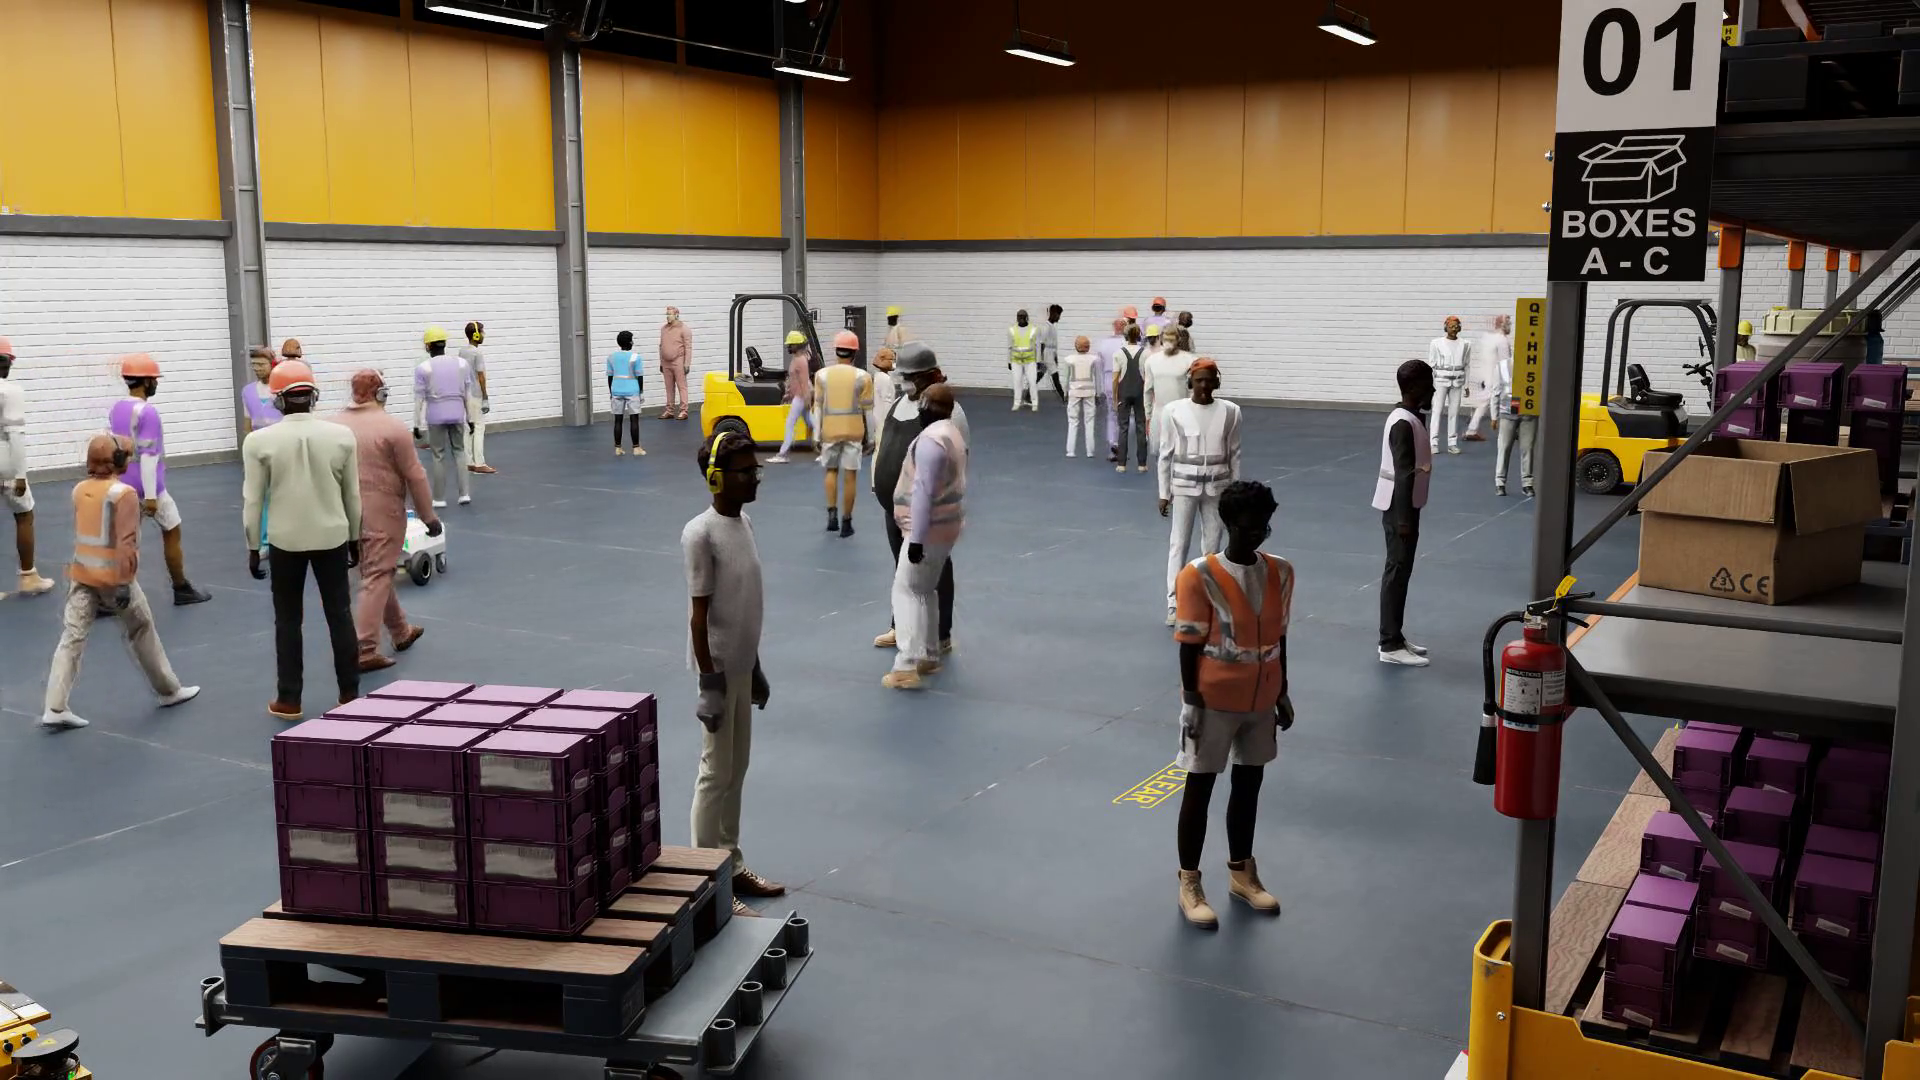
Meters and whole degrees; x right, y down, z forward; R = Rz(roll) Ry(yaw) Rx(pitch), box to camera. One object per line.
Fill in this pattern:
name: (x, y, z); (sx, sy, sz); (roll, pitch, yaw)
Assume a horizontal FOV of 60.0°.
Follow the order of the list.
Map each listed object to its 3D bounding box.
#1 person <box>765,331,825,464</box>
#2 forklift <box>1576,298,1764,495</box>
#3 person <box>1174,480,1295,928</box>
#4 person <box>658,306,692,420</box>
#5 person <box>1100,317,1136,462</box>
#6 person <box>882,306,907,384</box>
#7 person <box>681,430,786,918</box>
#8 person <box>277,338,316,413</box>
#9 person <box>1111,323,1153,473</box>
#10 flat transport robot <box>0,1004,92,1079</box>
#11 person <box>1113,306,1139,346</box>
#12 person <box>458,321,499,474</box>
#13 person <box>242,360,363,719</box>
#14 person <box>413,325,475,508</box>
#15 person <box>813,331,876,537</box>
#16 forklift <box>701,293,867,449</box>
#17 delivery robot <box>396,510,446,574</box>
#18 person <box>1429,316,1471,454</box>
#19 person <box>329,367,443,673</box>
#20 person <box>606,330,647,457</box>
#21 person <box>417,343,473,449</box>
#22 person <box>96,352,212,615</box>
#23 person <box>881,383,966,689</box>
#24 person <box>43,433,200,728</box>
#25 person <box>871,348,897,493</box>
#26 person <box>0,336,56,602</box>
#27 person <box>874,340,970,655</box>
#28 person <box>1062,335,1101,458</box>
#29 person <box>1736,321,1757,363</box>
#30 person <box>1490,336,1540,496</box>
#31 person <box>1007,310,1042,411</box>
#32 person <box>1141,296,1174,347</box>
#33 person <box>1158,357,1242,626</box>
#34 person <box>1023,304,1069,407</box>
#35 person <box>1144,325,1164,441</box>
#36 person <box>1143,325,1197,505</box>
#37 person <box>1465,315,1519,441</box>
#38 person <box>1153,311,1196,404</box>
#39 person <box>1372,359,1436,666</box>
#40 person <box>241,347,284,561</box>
person: (-2.063, -1.853, 21.599); (0.917, 1.722, 0.536); (-2, 9, -13)
forklift: (7.954, -1.589, 18.462); (2.313, 2.155, 1.214); (5, 11, 30)
person: (1.040, 0.608, 6.309); (0.531, 1.692, 0.322); (-5, 10, -26)
person: (-4.811, -2.968, 27.962); (0.639, 1.910, 0.402); (6, 11, 31)
person: (2.108, -1.953, 21.650); (0.429, 1.891, 0.665); (-7, 11, -36)
person: (-1.129, -3.356, 30.476); (0.980, 1.883, 0.593); (-4, 10, -26)
person: (-0.867, 0.513, 6.359); (0.329, 1.871, 0.516); (2, 9, 13)
person: (-8.462, -1.741, 21.176); (0.505, 1.628, 0.291); (-1, 9, -6)
person: (2.126, -1.746, 20.522); (0.516, 1.844, 0.332); (0, 9, 2)
flat transport robot: (-3.301, 1.514, 5.078); (1.431, 0.197, 0.652); (7, 12, 39)
person: (2.756, -2.851, 27.222); (0.570, 1.916, 0.624); (-5, 11, -30)
person: (-5.956, -1.745, 20.452); (0.533, 1.868, 0.309); (8, 12, 42)
person: (-3.652, -0.003, 9.258); (0.629, 1.981, 0.426); (-5, 11, -31)
person: (-5.410, -1.282, 17.408); (0.635, 1.917, 0.427); (-7, 11, -37)
person: (-1.069, -0.990, 15.562); (0.585, 1.922, 0.457); (1, 9, 7)
forklift: (-2.458, -2.344, 23.176); (2.313, 2.155, 1.214); (0, 9, -2)
delivery robot: (-4.414, 0.003, 13.312); (0.477, 0.478, 0.707); (2, 9, 8)
person: (6.677, -2.111, 22.693); (0.574, 1.881, 0.357); (0, 9, -3)
person: (-3.608, -0.146, 10.487); (0.651, 1.870, 0.891); (4, 10, 23)
person: (-4.482, -1.961, 22.320); (0.536, 1.699, 0.321); (2, 9, 14)
person: (-7.307, -2.083, 23.445); (0.461, 1.594, 0.687); (5, 10, 29)
person: (-5.972, -0.405, 12.017); (0.559, 1.902, 0.958); (6, 11, 33)
person: (-0.212, -0.023, 9.950); (0.469, 1.802, 0.741); (2, 9, 10)
person: (-4.673, 0.214, 9.100); (0.526, 1.581, 0.910); (4, 10, 25)
person: (-0.831, -1.304, 18.430); (0.281, 1.631, 0.506); (-2, 9, -15)
person: (-7.213, -0.533, 12.458); (0.616, 1.998, 0.824); (2, 9, 10)
person: (-0.293, -0.273, 10.728); (0.536, 2.000, 0.677); (-8, 12, -41)
person: (1.626, -1.903, 22.171); (0.517, 1.636, 0.313); (0, 9, 0)
person: (10.482, -2.039, 22.429); (0.588, 1.823, 0.403); (-2, 9, -15)
person: (6.159, -1.387, 18.354); (0.590, 1.823, 0.403); (2, 9, 11)
person: (1.144, -3.201, 29.719); (0.638, 1.821, 0.442); (2, 9, 12)
person: (3.585, -3.378, 30.097); (0.614, 2.040, 0.391); (3, 10, 17)
person: (1.669, -0.332, 11.580); (0.585, 1.882, 0.337); (0, 9, -3)
person: (1.663, -3.400, 30.742); (1.100, 1.890, 0.629); (1, 9, 9)
person: (2.831, -2.282, 24.270); (0.530, 1.719, 0.920); (2, 9, 10)
person: (2.274, -1.348, 17.822); (0.634, 1.918, 0.636); (5, 10, 27)
person: (7.890, -2.362, 24.361); (1.012, 1.852, 0.673); (0, 9, 0)
person: (3.835, -3.088, 29.004); (0.878, 1.815, 0.625); (1, 9, 5)
person: (2.811, -0.181, 10.531); (0.392, 1.919, 0.590); (3, 9, 15)
person: (-5.885, -0.742, 14.292); (0.616, 1.832, 0.552); (2, 9, 13)
